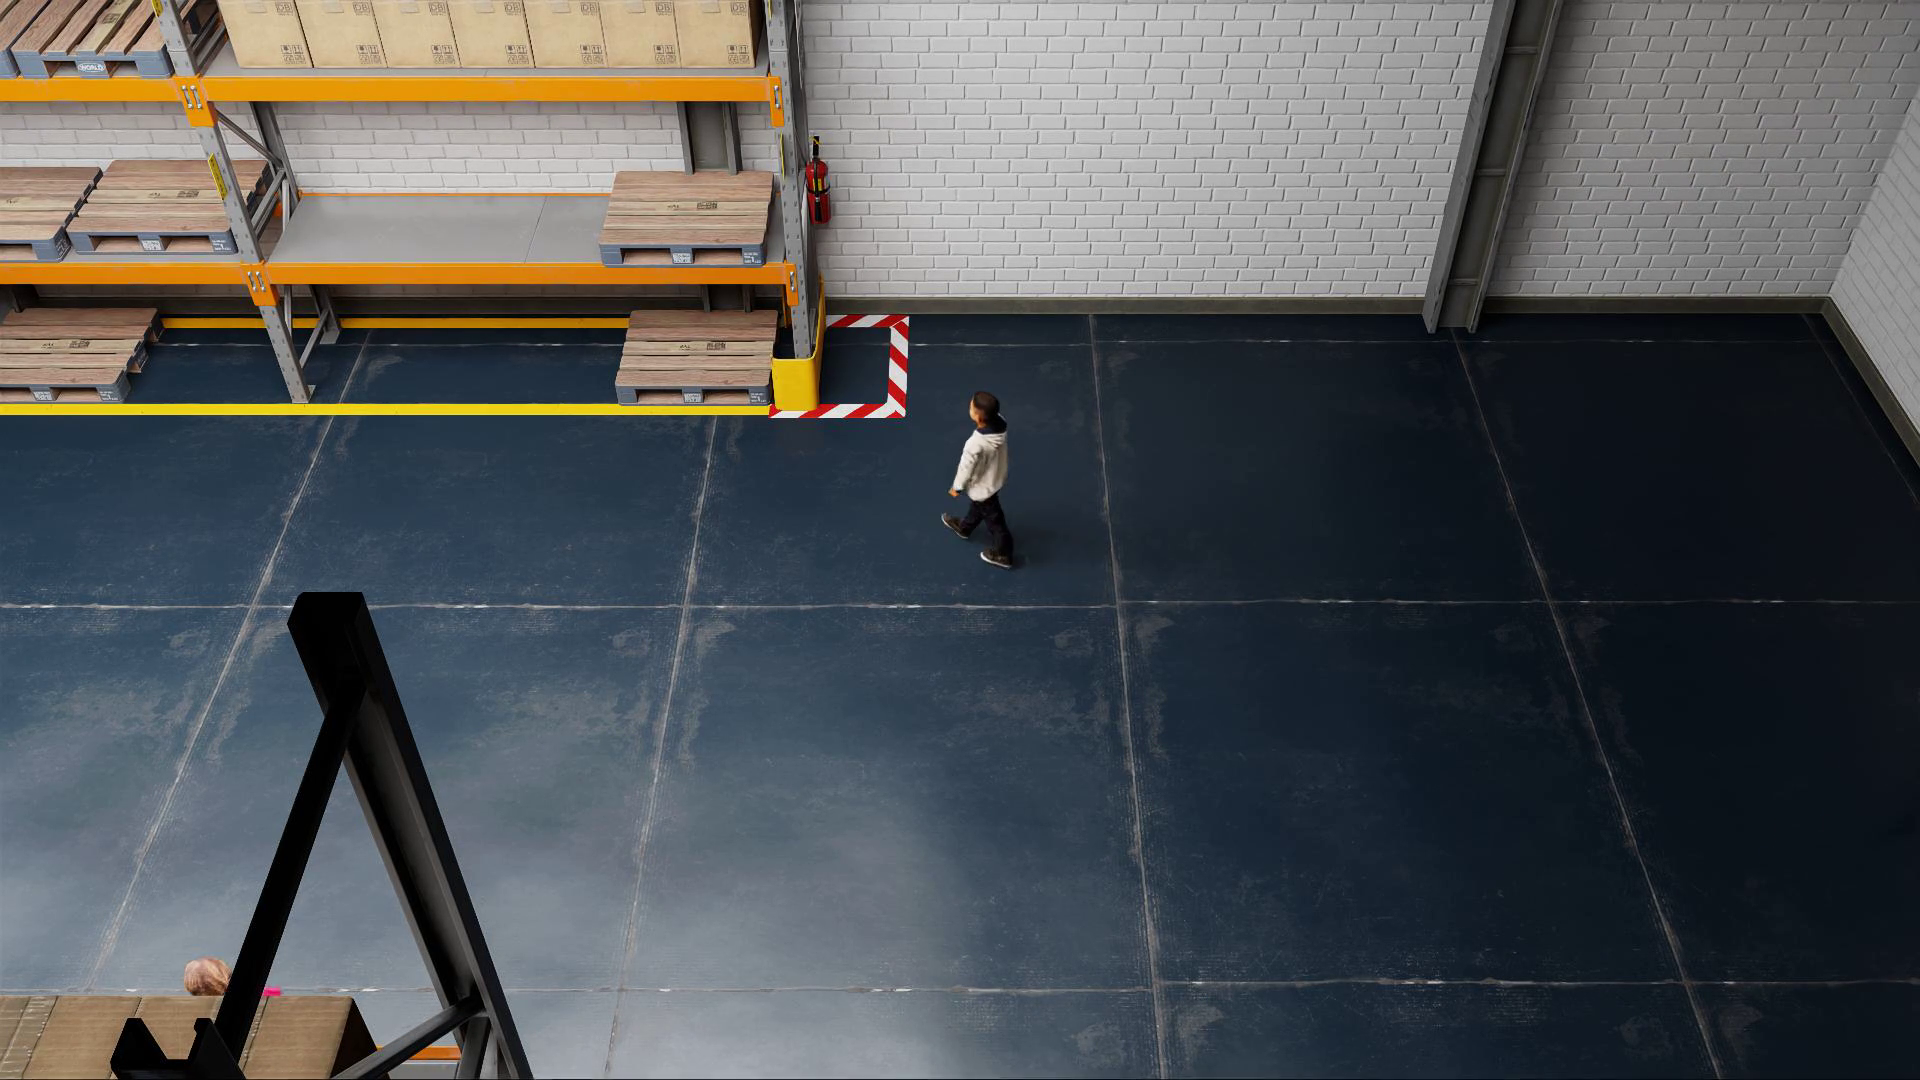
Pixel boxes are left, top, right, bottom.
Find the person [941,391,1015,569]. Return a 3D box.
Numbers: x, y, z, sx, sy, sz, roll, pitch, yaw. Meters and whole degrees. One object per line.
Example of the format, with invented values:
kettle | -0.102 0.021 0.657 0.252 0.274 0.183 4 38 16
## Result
person | 0.245 -0.376 11.358 0.985 1.428 0.853 21 48 21
